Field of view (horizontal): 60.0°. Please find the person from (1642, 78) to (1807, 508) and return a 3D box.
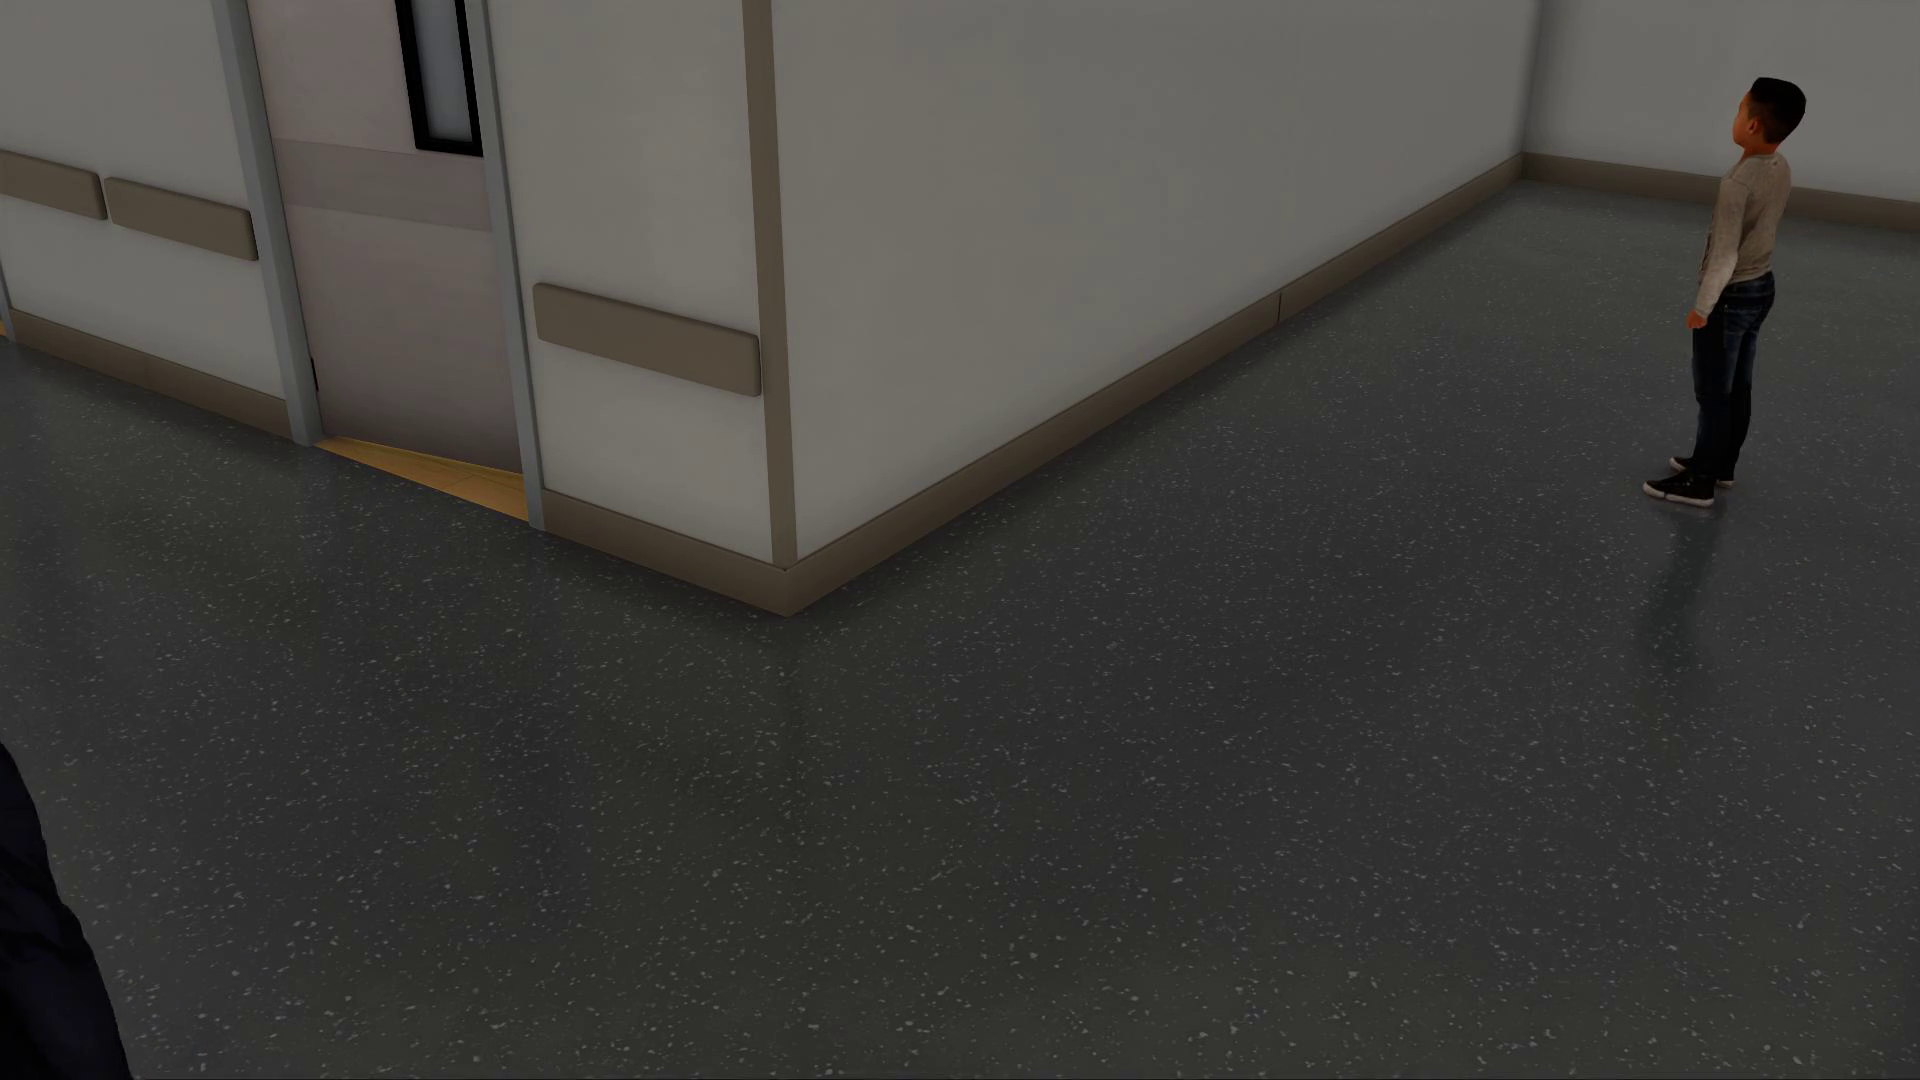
[{"bbox_3d":[2.662,-0.839,5.721,0.485,1.464,0.643,-23,34,-39],"label":"person"}]
